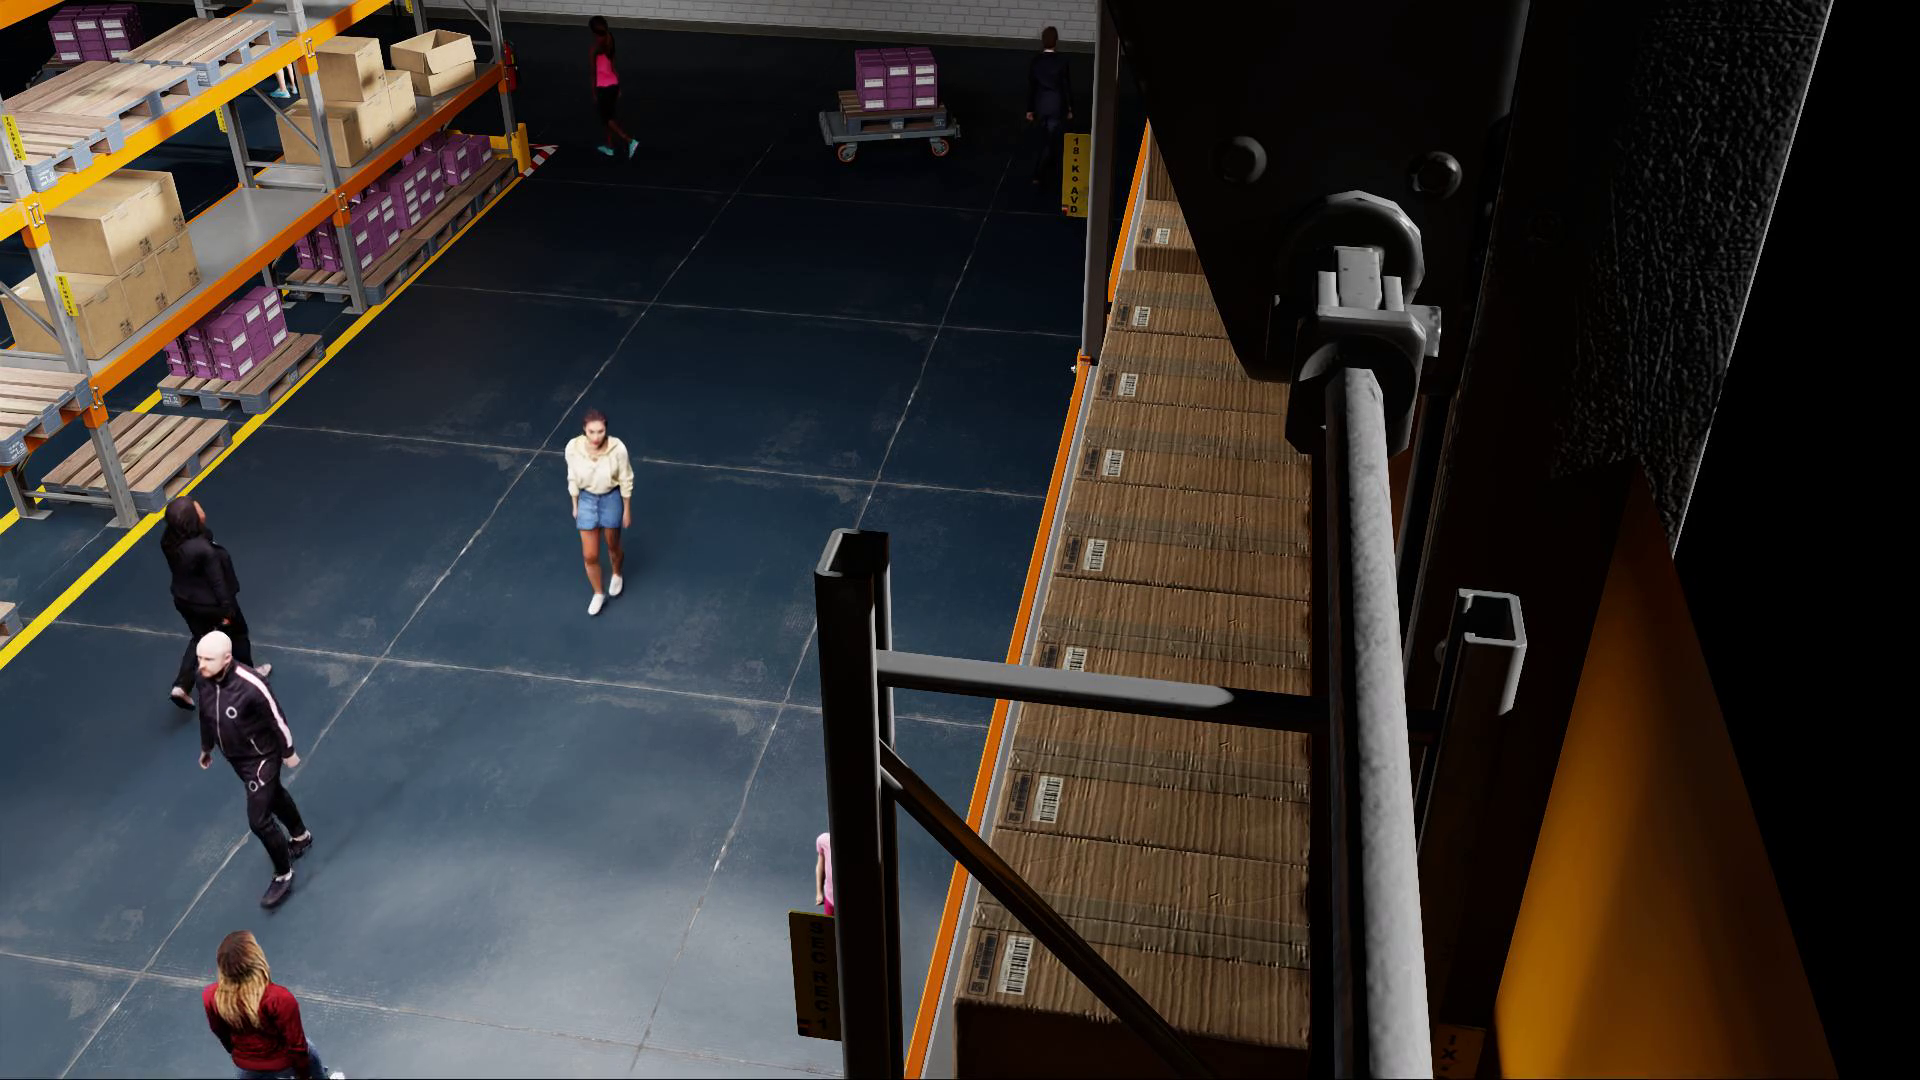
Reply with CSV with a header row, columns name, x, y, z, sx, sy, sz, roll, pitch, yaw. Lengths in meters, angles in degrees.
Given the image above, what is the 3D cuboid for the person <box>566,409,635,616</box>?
name,x,y,z,sx,sy,sz,roll,pitch,yaw
person,-2.625,-0.294,12.294,0.732,1.610,0.827,0,34,-1

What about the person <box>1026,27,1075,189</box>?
name,x,y,z,sx,sy,sz,roll,pitch,yaw
person,1.001,-4.950,19.136,0.903,1.791,1.231,17,37,24

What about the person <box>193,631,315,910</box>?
name,x,y,z,sx,sy,sz,roll,pitch,yaw
person,-4.100,1.215,9.839,0.832,1.816,0.928,18,37,24

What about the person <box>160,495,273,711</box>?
name,x,y,z,sx,sy,sz,roll,pitch,yaw
person,-5.131,0.457,11.176,0.777,1.599,1.032,14,36,20

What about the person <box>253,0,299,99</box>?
name,x,y,z,sx,sy,sz,roll,pitch,yaw
person,-9.031,-6.703,21.797,0.692,1.765,0.579,12,35,17

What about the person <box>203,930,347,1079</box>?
name,x,y,z,sx,sy,sz,roll,pitch,yaw
person,-3.335,2.570,8.005,0.786,1.589,1.169,-2,34,-2

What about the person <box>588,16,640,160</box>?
name,x,y,z,sx,sy,sz,roll,pitch,yaw
person,-4.148,-5.349,19.814,0.900,1.705,1.027,22,39,29
